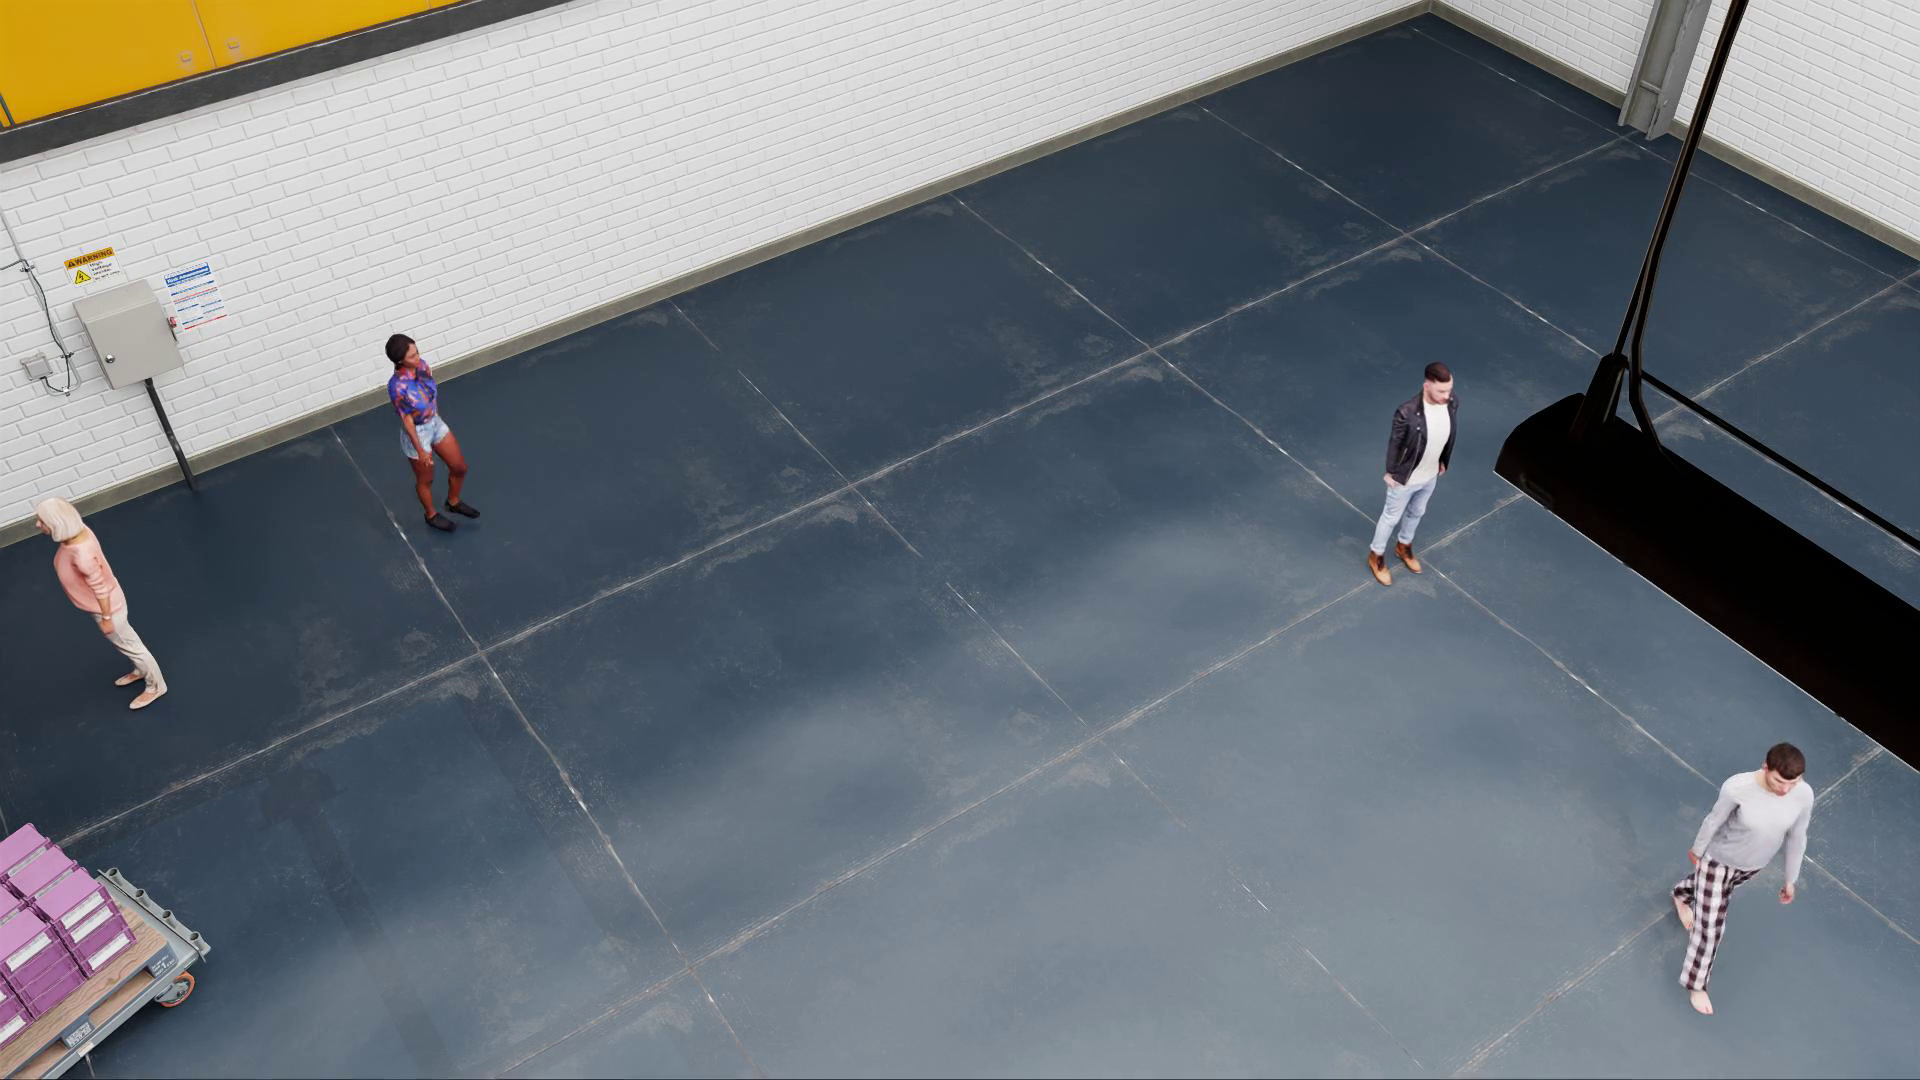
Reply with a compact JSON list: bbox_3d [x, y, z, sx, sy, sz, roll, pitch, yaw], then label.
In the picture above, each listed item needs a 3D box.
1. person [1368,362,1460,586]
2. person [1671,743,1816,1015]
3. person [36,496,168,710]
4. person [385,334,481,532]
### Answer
[{"bbox_3d":[3.104,-0.484,11.358,0.675,1.833,0.577,-18,47,-18],"label":"person"},{"bbox_3d":[4.243,1.659,9.129,1.076,1.803,1.222,1,44,1],"label":"person"},{"bbox_3d":[-5.437,0.373,10.536,0.664,1.725,0.463,-28,50,-26],"label":"person"},{"bbox_3d":[-3.855,-0.746,11.707,0.762,1.730,0.713,16,46,16],"label":"person"}]
